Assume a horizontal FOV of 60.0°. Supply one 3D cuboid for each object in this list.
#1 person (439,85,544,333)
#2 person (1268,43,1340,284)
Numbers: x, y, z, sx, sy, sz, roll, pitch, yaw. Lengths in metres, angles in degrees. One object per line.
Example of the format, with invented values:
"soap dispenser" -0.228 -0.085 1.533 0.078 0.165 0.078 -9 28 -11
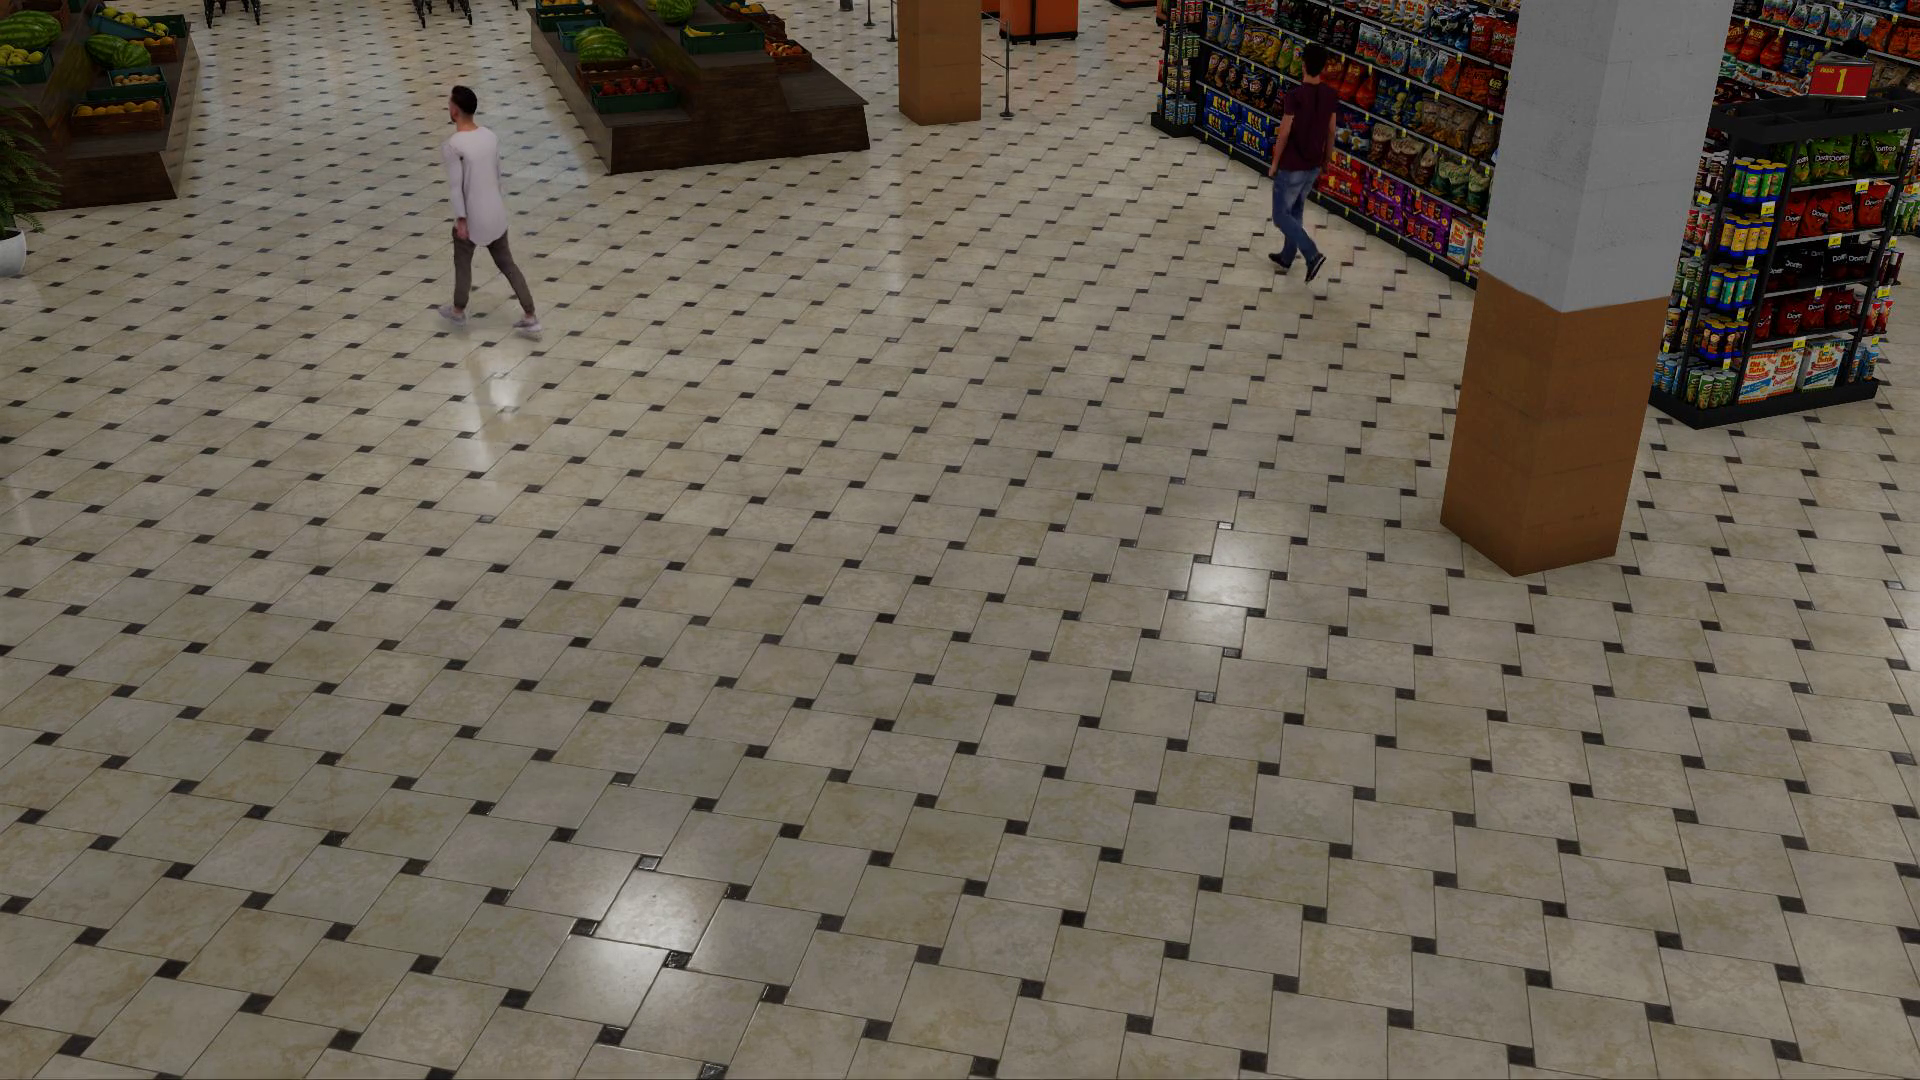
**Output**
"person" -3.379 -2.311 11.951 1.259 1.796 1.119 17 33 29
"person" 2.705 -2.920 13.032 0.789 1.830 1.087 -15 32 -26
